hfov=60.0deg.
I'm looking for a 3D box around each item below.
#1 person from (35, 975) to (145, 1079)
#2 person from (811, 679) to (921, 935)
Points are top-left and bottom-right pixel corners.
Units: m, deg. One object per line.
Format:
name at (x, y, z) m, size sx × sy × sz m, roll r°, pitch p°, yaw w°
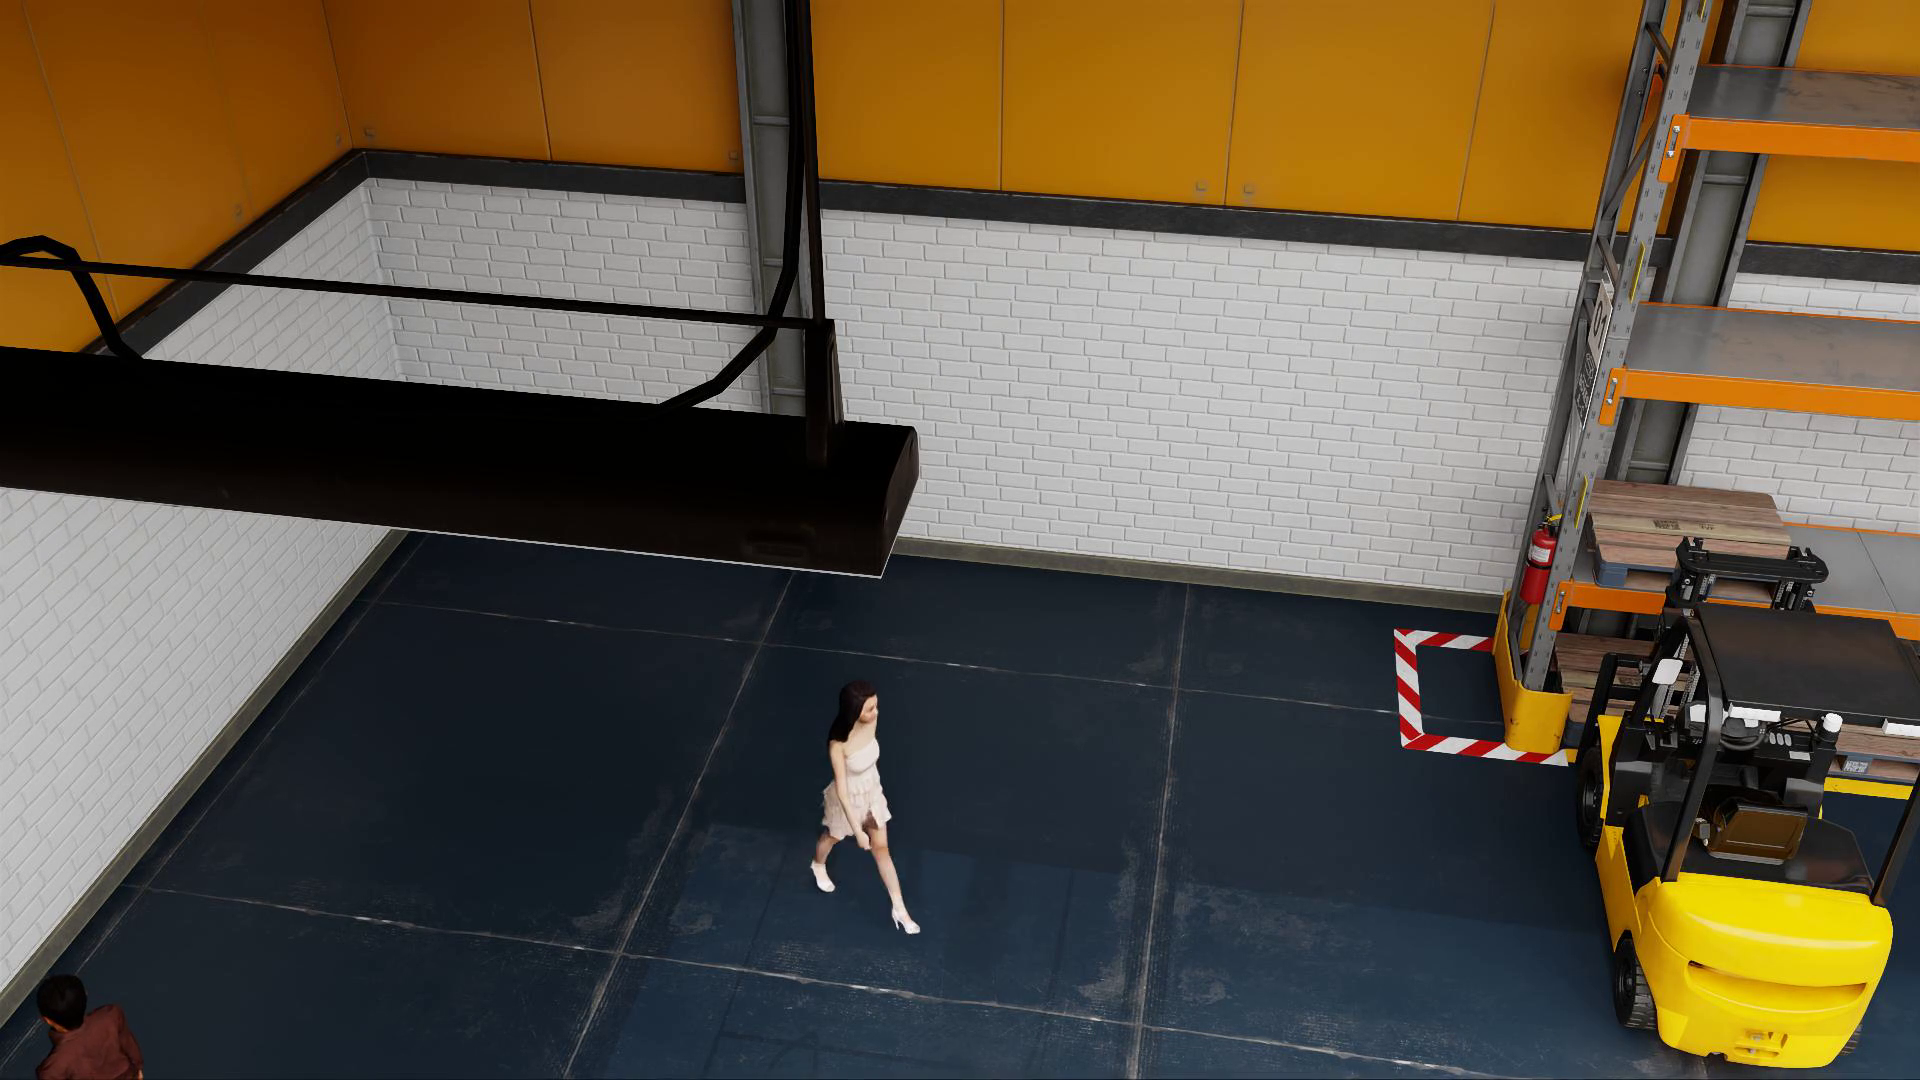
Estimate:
person at (-3.860, 2.631, 7.605) m, size 0.586 × 1.781 × 0.684 m, roll 12°, pitch 35°, yaw 17°
person at (-0.684, 1.472, 9.443) m, size 1.155 × 1.678 × 0.937 m, roll 26°, pitch 41°, yaw 33°
